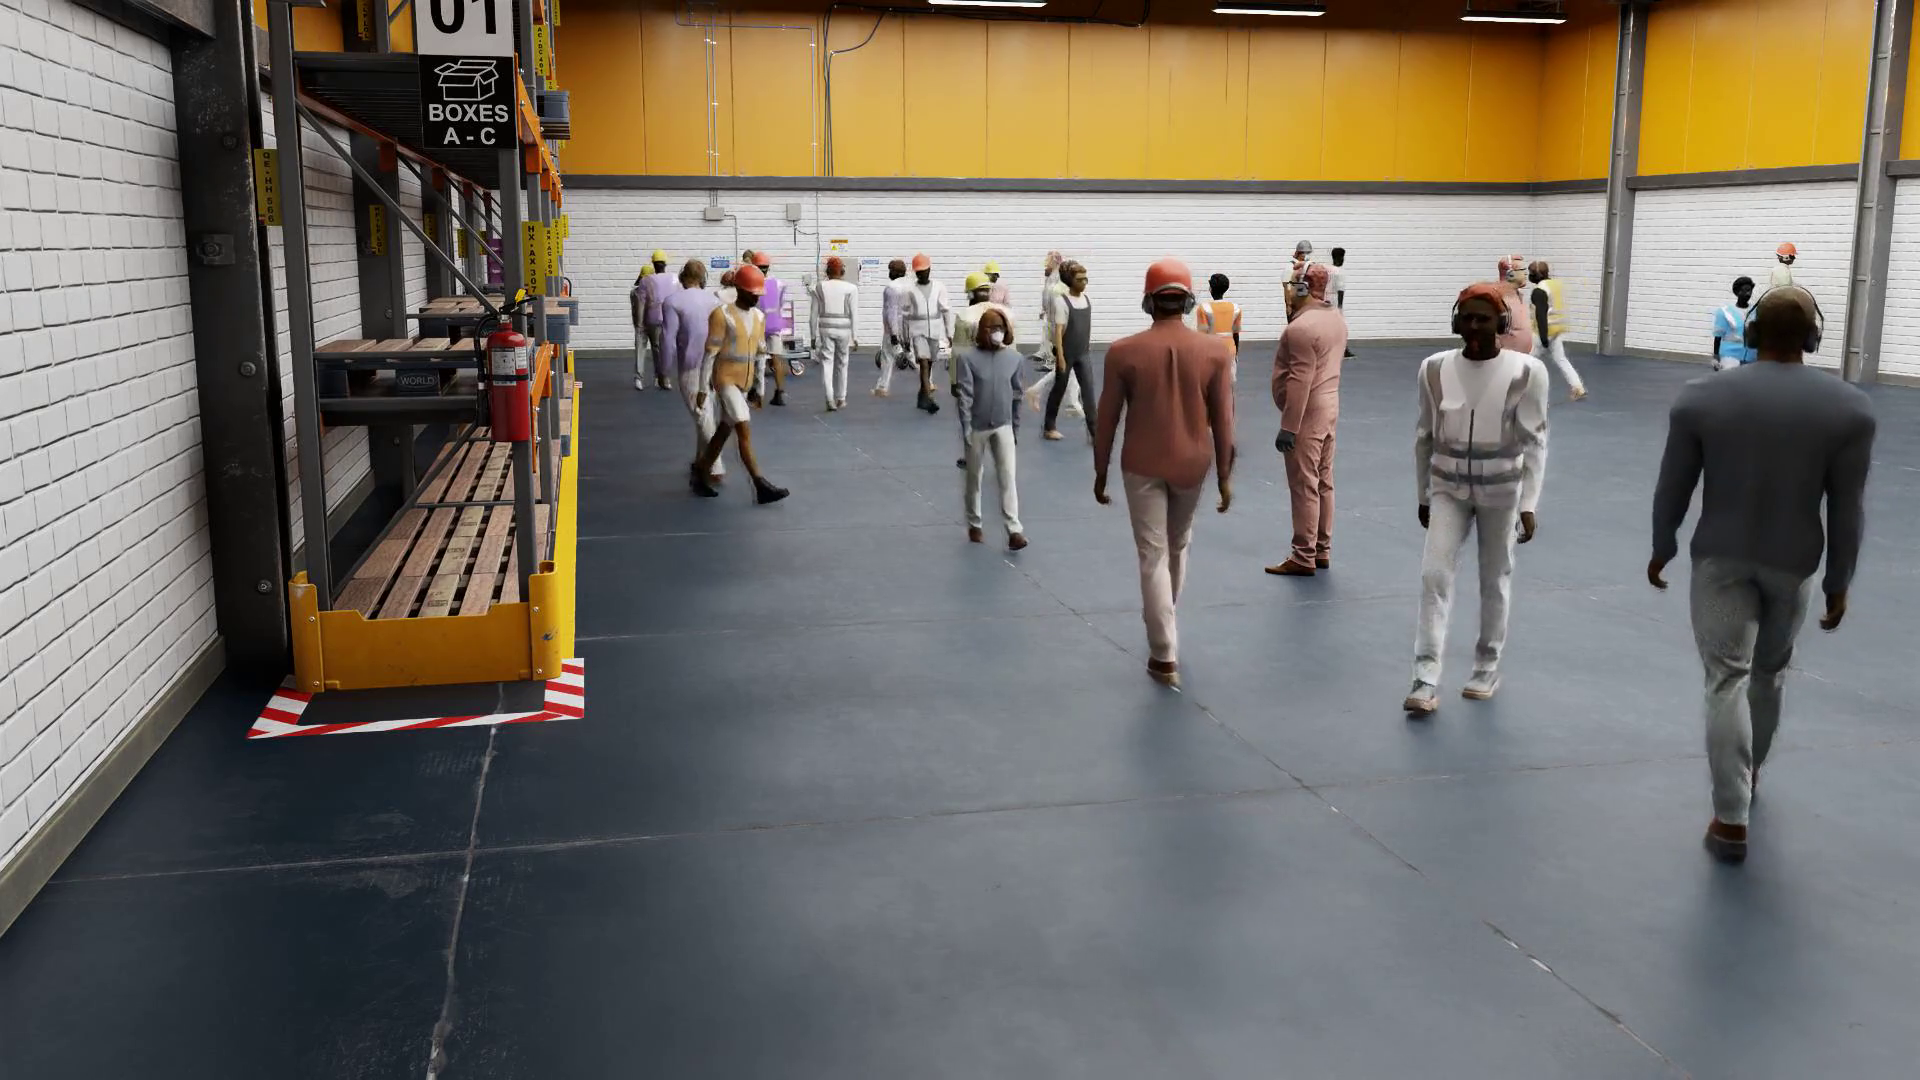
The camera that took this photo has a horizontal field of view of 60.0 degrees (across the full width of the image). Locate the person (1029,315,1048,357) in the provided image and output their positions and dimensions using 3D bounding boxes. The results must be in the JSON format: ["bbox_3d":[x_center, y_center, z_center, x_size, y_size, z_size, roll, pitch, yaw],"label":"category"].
[{"bbox_3d":[1.730,-4.065,28.874,0.981,1.819,0.543,-4,11,-22],"label":"person"}]

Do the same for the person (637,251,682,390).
[{"bbox_3d":[-4.139,-3.021,22.884,0.600,1.872,0.988,-5,11,-25],"label":"person"}]

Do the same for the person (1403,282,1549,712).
[{"bbox_3d":[2.202,-0.166,7.153,0.589,1.846,0.886,6,12,28],"label":"person"}]

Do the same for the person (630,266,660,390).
[{"bbox_3d":[-4.284,-2.928,22.901,0.486,1.687,0.845,-1,10,-5],"label":"person"}]

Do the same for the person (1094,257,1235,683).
[{"bbox_3d":[0.946,-0.361,7.956,0.647,1.942,0.990,-1,10,-6],"label":"person"}]

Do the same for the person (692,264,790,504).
[{"bbox_3d":[-1.769,-1.214,12.982,1.040,1.849,0.615,6,12,32],"label":"person"}]

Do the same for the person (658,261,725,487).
[{"bbox_3d":[-2.180,-1.399,13.998,0.893,1.870,0.687,9,14,41],"label":"person"}]

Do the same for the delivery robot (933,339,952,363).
[{"bbox_3d":[-0.428,-3.001,26.191,0.707,0.478,0.477,1,10,6],"label":"delivery robot"}]

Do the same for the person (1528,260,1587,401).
[{"bbox_3d":[7.493,-2.627,20.989,0.861,1.795,0.643,9,14,42],"label":"person"}]

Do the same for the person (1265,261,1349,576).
[{"bbox_3d":[2.096,-0.736,10.150,0.405,1.911,0.636,7,12,33],"label":"person"}]

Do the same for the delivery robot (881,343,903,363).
[{"bbox_3d":[-0.950,-3.053,26.480,0.477,0.478,0.707,6,12,32],"label":"delivery robot"}]

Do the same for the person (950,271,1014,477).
[{"bbox_3d":[0.218,-1.442,14.445,0.597,1.779,0.950,-7,12,-35],"label":"person"}]

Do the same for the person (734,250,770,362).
[{"bbox_3d":[-3.380,-3.773,27.102,0.687,1.871,1.063,6,12,31],"label":"person"}]

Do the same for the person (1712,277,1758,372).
[{"bbox_3d":[8.108,-1.888,17.238,0.536,1.648,0.867,-1,10,-3],"label":"person"}]

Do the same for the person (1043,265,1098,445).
[{"bbox_3d":[1.136,-1.853,16.674,0.533,1.793,0.986,-7,13,-35],"label":"person"}]

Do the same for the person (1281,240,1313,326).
[{"bbox_3d":[5.552,-3.822,26.885,0.684,2.000,0.538,-7,12,-35],"label":"person"}]

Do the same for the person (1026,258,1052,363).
[{"bbox_3d":[1.545,-3.821,27.614,0.943,1.779,0.610,-3,11,-18],"label":"person"}]

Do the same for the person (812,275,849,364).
[{"bbox_3d":[-2.139,-3.669,27.294,0.711,1.596,0.514,-9,14,-42],"label":"person"}]

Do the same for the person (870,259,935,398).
[{"bbox_3d":[-0.740,-2.735,21.548,0.961,1.804,0.630,8,13,38],"label":"person"}]

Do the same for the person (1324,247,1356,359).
[{"bbox_3d":[6.348,-4.046,28.478,0.984,1.925,0.624,-6,12,-30],"label":"person"}]

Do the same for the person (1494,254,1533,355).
[{"bbox_3d":[4.755,-1.514,14.453,0.408,1.913,0.644,7,13,35],"label":"person"}]

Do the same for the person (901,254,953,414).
[{"bbox_3d":[-0.406,-2.440,19.701,0.553,1.874,1.049,-3,11,-17],"label":"person"}]

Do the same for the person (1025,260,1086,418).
[{"bbox_3d":[1.136,-2.310,19.132,0.769,1.820,0.632,3,11,16],"label":"person"}]

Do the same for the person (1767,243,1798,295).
[{"bbox_3d":[12.106,-3.380,24.555,0.386,1.996,0.610,1,10,8],"label":"person"}]

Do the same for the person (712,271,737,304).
[{"bbox_3d":[-3.262,-2.990,23.469,0.532,1.608,0.630,0,10,0],"label":"person"}]

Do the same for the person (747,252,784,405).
[{"bbox_3d":[-2.448,-2.632,20.737,0.545,1.881,1.012,-5,12,-28],"label":"person"}]

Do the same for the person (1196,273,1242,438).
[{"bbox_3d":[2.648,-1.894,17.151,0.542,1.695,0.316,-4,11,-23],"label":"person"}]

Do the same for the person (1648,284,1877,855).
[{"bbox_3d":[2.733,0.075,5.729,0.648,1.889,1.018,3,11,18],"label":"person"}]

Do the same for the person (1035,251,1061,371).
[{"bbox_3d":[1.568,-3.510,25.654,0.767,1.871,0.663,2,10,10],"label":"person"}]

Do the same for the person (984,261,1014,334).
[{"bbox_3d":[0.471,-2.904,22.612,0.532,1.740,0.723,-4,11,-23],"label":"person"}]

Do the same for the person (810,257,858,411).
[{"bbox_3d":[-1.516,-2.475,19.989,0.588,1.851,0.930,0,10,0],"label":"person"}]

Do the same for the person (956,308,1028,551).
[{"bbox_3d":[0.217,-0.719,10.943,0.498,1.588,0.863,-3,11,-15],"label":"person"}]
